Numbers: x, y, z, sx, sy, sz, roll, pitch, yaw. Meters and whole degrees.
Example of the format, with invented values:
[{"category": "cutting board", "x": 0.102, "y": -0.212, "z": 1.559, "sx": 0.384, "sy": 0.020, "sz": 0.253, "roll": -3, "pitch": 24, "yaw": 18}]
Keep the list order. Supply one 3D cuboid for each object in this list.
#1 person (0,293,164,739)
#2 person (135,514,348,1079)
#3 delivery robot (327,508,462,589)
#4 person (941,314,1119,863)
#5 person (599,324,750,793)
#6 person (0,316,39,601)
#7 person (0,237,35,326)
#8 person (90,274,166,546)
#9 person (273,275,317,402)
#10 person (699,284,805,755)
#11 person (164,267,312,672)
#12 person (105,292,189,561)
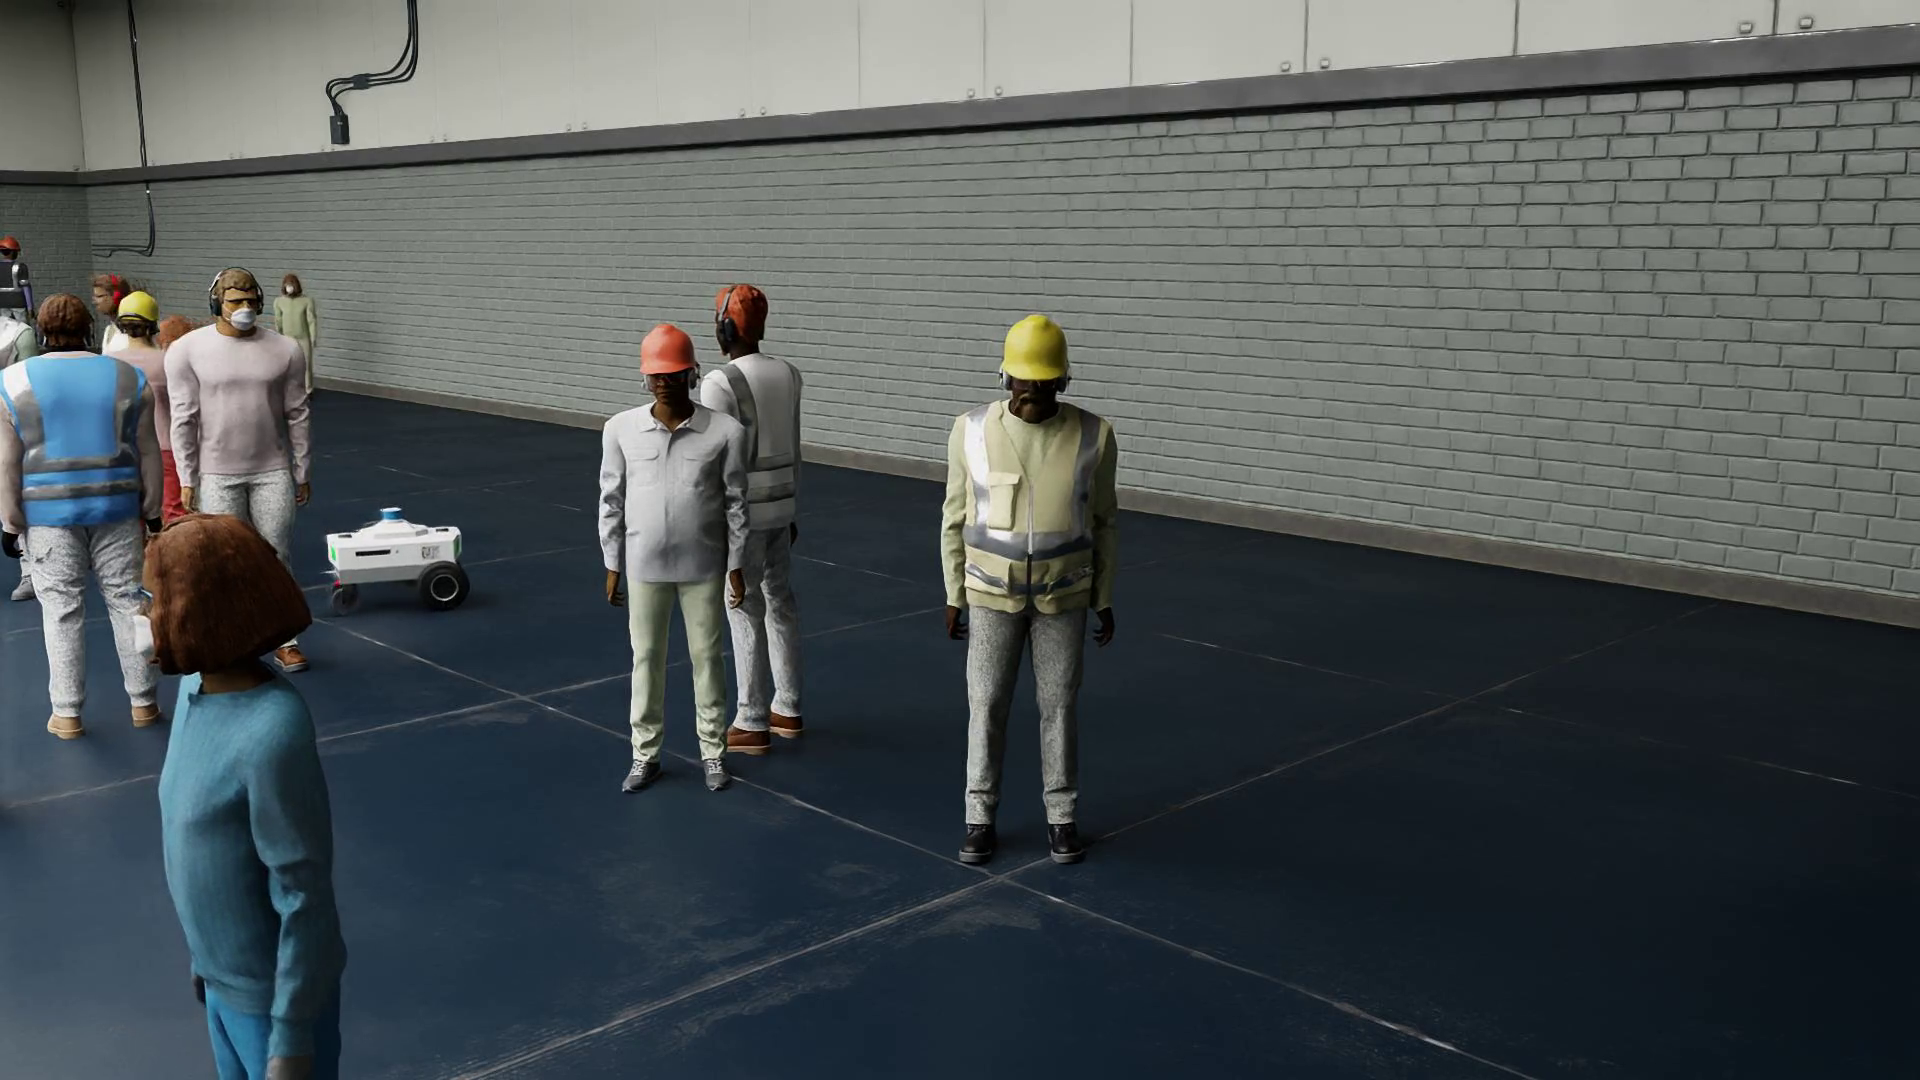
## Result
[{"category": "person", "x": -3.655, "y": -0.099, "z": 6.929, "sx": 0.635, "sy": 1.842, "sz": 0.429, "roll": -7, "pitch": 13, "yaw": -35}, {"category": "person", "x": -1.190, "y": 0.760, "z": 2.806, "sx": 0.285, "sy": 1.633, "sz": 0.501, "roll": -8, "pitch": 13, "yaw": -38}, {"category": "delivery robot", "x": -3.161, "y": 0.064, "z": 9.295, "sx": 0.707, "sy": 0.478, "sz": 0.477, "roll": -4, "pitch": 11, "yaw": -21}, {"category": "person", "x": 0.230, "y": 0.171, "z": 5.501, "sx": 0.589, "sy": 1.825, "sz": 0.403, "roll": 0, "pitch": 10, "yaw": 1}, {"category": "person", "x": -1.065, "y": 0.075, "z": 6.219, "sx": 0.563, "sy": 1.751, "sz": 0.329, "roll": -1, "pitch": 10, "yaw": -4}, {"category": "person", "x": -5.517, "y": -0.616, "z": 9.453, "sx": 0.618, "sy": 1.945, "sz": 0.394, "roll": 0, "pitch": 10, "yaw": 0}, {"category": "person", "x": -14.351, "y": -3.562, "z": 25.258, "sx": 0.615, "sy": 2.043, "sz": 0.373, "roll": 1, "pitch": 10, "yaw": 6}, {"category": "person", "x": -5.461, "y": -0.829, "z": 10.941, "sx": 0.489, "sy": 1.823, "sz": 0.609, "roll": -9, "pitch": 14, "yaw": -40}, {"category": "person", "x": -8.191, "y": -2.467, "z": 20.534, "sx": 0.506, "sy": 1.586, "sz": 0.887, "roll": -3, "pitch": 11, "yaw": -14}, {"category": "person", "x": -0.838, "y": -0.078, "z": 6.698, "sx": 0.339, "sy": 1.882, "sz": 0.581, "roll": 6, "pitch": 12, "yaw": 30}, {"category": "person", "x": -3.365, "y": -0.310, "z": 7.842, "sx": 0.625, "sy": 1.933, "sz": 0.375, "roll": -7, "pitch": 13, "yaw": -35}, {"category": "person", "x": -4.502, "y": -0.486, "z": 9.242, "sx": 0.526, "sy": 1.769, "sz": 0.328, "roll": -2, "pitch": 11, "yaw": -12}]
